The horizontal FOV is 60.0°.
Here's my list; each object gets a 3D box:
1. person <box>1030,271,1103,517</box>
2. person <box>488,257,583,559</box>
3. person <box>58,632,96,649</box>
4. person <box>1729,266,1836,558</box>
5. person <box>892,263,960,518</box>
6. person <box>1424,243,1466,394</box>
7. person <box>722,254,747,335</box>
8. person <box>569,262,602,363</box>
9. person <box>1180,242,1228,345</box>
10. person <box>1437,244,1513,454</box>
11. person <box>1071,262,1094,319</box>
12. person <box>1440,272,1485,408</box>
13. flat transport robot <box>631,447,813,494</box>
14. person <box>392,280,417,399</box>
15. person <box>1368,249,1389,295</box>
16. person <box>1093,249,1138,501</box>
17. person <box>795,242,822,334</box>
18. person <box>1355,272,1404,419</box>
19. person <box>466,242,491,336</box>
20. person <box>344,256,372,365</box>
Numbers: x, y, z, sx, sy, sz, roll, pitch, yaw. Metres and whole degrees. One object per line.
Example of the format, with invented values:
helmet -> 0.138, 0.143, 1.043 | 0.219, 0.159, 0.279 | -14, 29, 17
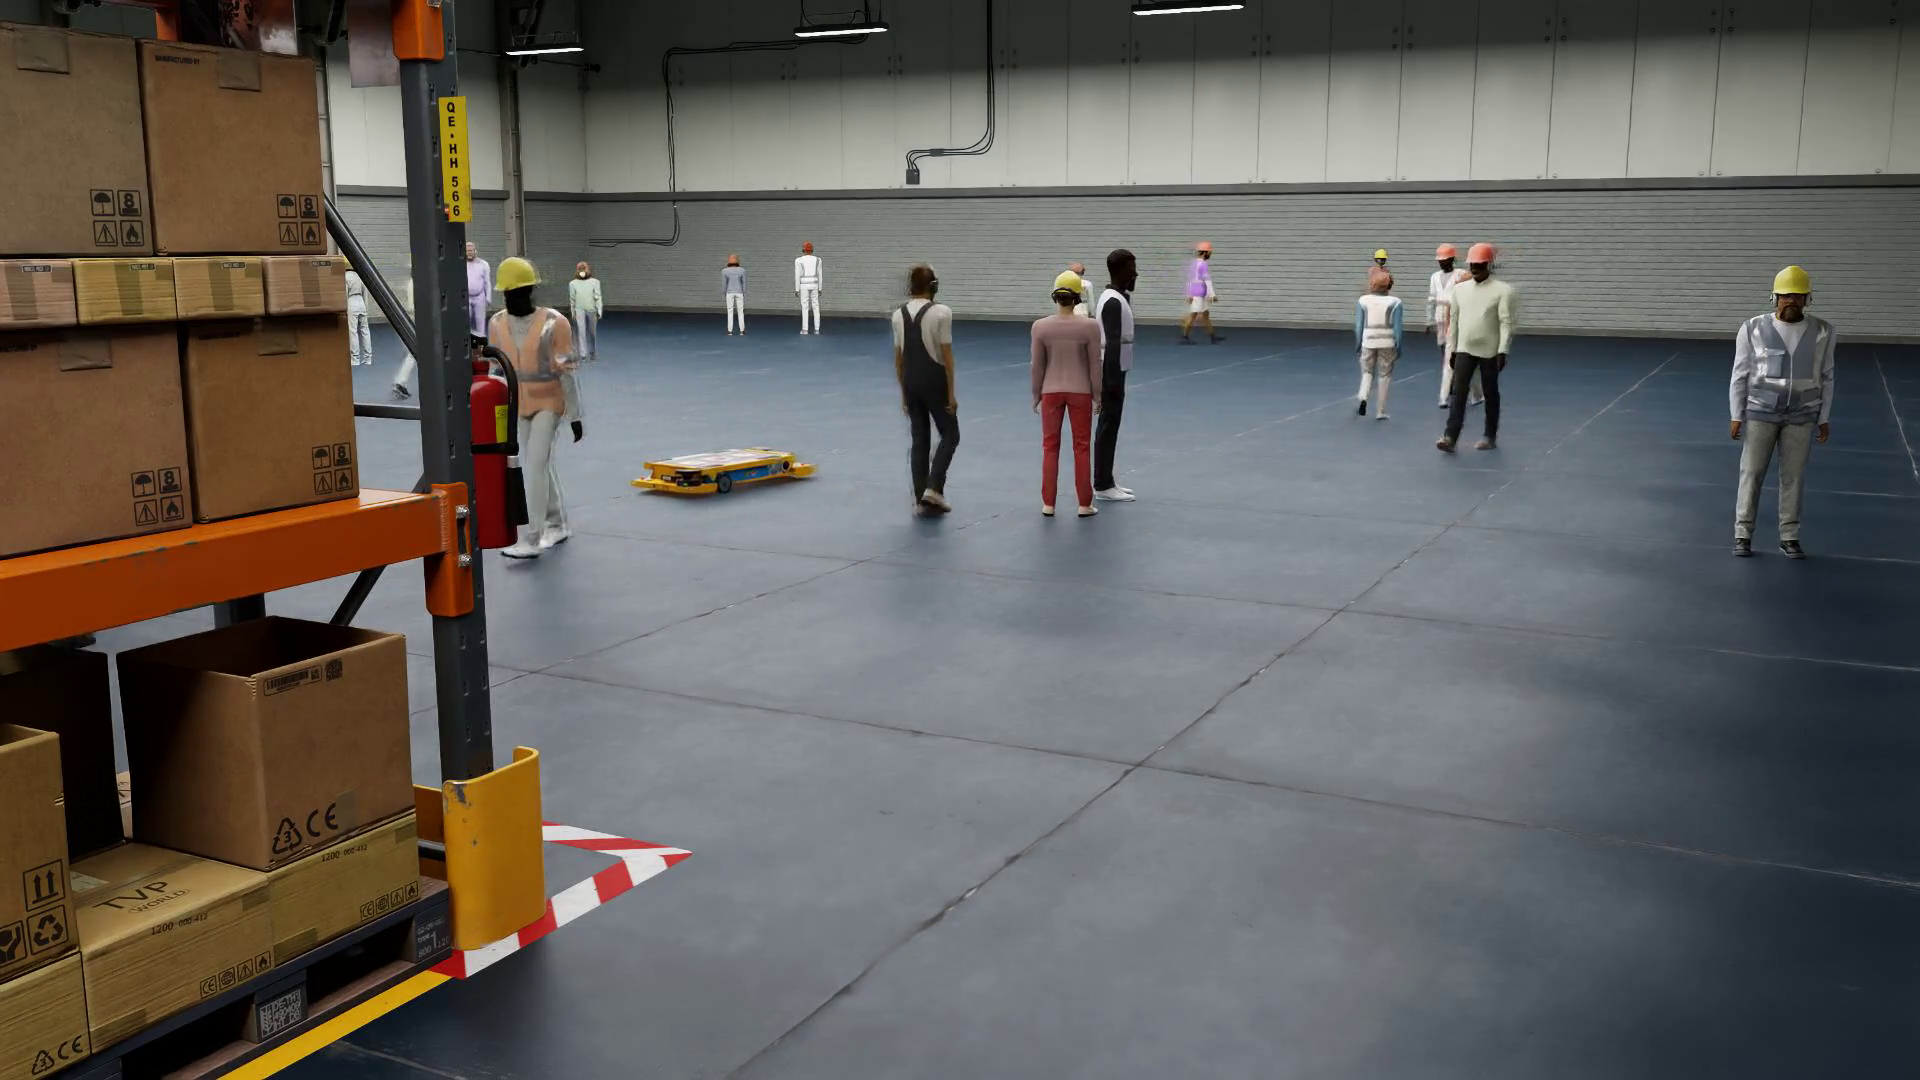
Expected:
person -> 0.770, -1.042, 11.973 | 0.522, 1.769, 0.318 | 2, 11, 12
person -> -2.705, -0.818, 10.462 | 0.629, 1.879, 0.954 | 4, 11, 23
person -> -4.408, -0.403, 8.103 | 0.911, 1.902, 0.579 | 7, 13, 35
person -> 5.157, -0.796, 10.451 | 0.600, 1.832, 0.404 | 3, 11, 14
person -> -0.235, -1.070, 11.969 | 0.547, 1.822, 0.412 | 6, 12, 31
person -> 6.170, -2.785, 21.064 | 0.491, 1.914, 0.585 | -8, 13, -37
person -> -4.589, -4.989, 33.856 | 0.497, 1.634, 0.287 | -2, 11, -8
person -> -6.014, -3.670, 26.734 | 0.498, 1.604, 0.789 | -3, 11, -14
person -> 4.502, -4.535, 30.674 | 0.966, 1.888, 0.562 | -1, 10, -4
person -> 4.814, -1.773, 15.486 | 0.644, 1.937, 1.012 | 8, 13, 38
person -> 1.791, -3.462, 25.605 | 0.525, 1.608, 0.780 | 5, 11, 24
person -> 5.938, -2.357, 19.606 | 0.526, 1.593, 0.857 | 9, 14, 41
flat transport robot -> -1.914, -0.573, 13.501 | 0.652, 0.197, 1.431 | 8, 13, 36
person -> -6.672, -2.645, 20.665 | 0.601, 1.799, 0.912 | 6, 12, 32
person -> 7.649, -4.416, 30.376 | 0.533, 1.768, 0.310 | -7, 13, -34
person -> 1.173, -1.268, 12.796 | 0.391, 1.918, 0.590 | 1, 10, 5
person -> -3.104, -5.156, 34.092 | 0.575, 1.882, 0.361 | -4, 11, -21
person -> 4.595, -2.124, 18.254 | 0.538, 1.626, 0.406 | 6, 12, 31
person -> -8.388, -4.157, 28.588 | 0.651, 1.904, 0.403 | -4, 11, -19
person -> -9.476, -3.602, 25.998 | 0.321, 1.743, 0.488 | 7, 12, 32
